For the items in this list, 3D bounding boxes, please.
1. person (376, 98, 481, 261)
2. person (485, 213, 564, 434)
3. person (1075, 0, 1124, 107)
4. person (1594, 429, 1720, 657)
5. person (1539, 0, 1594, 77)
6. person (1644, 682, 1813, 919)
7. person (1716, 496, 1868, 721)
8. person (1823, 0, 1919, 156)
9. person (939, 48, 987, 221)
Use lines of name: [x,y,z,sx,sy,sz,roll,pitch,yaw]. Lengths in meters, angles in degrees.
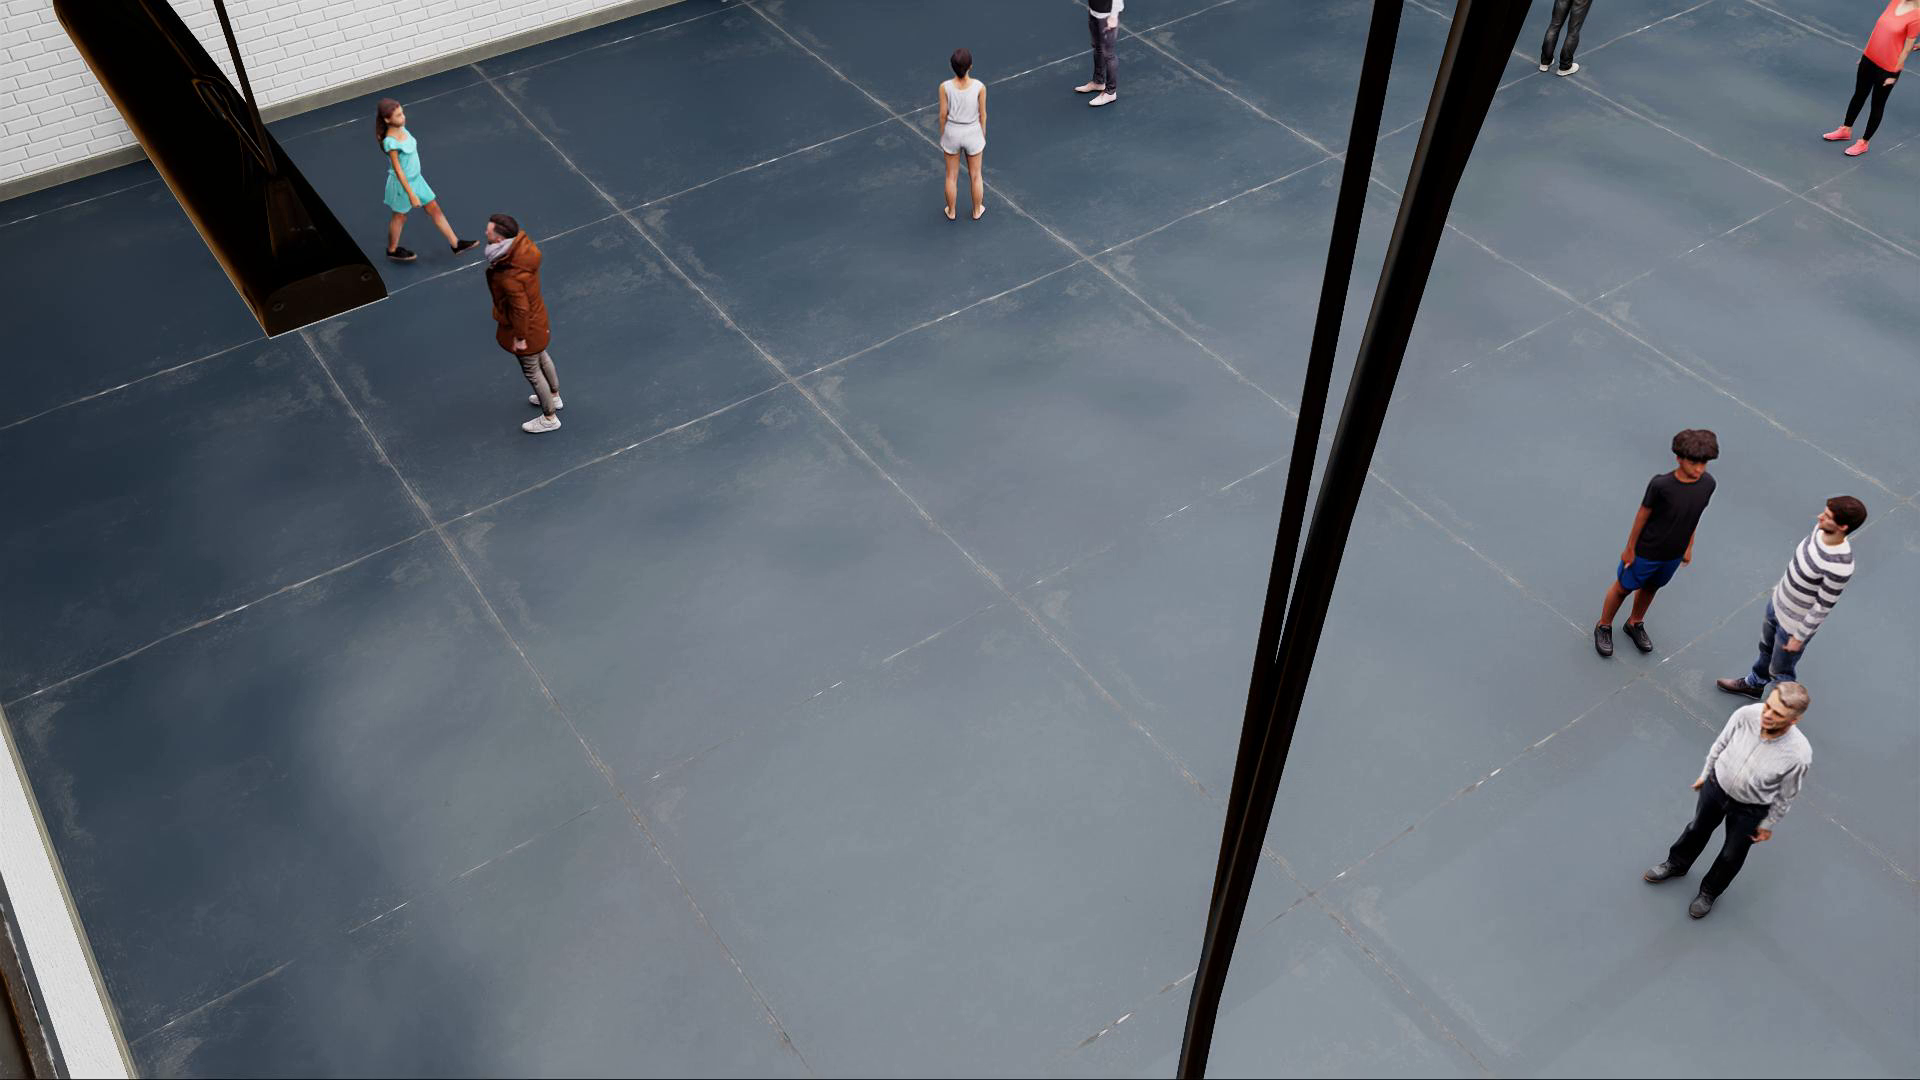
person: [-4.744,-2.994,14.014,1.085,1.516,0.962,2,44,3]
person: [-3.221,-1.617,12.335,0.885,1.837,0.848,-1,44,-1]
person: [1.385,-5.075,15.976,0.663,1.822,0.742,-15,46,-16]
person: [4.474,0.007,10.657,0.676,1.800,0.770,-4,44,-4]
person: [6.082,-5.472,16.399,0.699,1.812,0.637,30,51,28]
person: [4.311,1.405,9.175,0.570,1.820,0.650,-23,48,-23]
person: [5.127,0.435,10.169,0.763,1.854,0.711,6,44,6]
person: [8.526,-4.395,15.354,0.621,1.694,0.649,-13,45,-13]
person: [0.020,-3.532,14.512,0.628,1.607,0.713,1,44,1]
